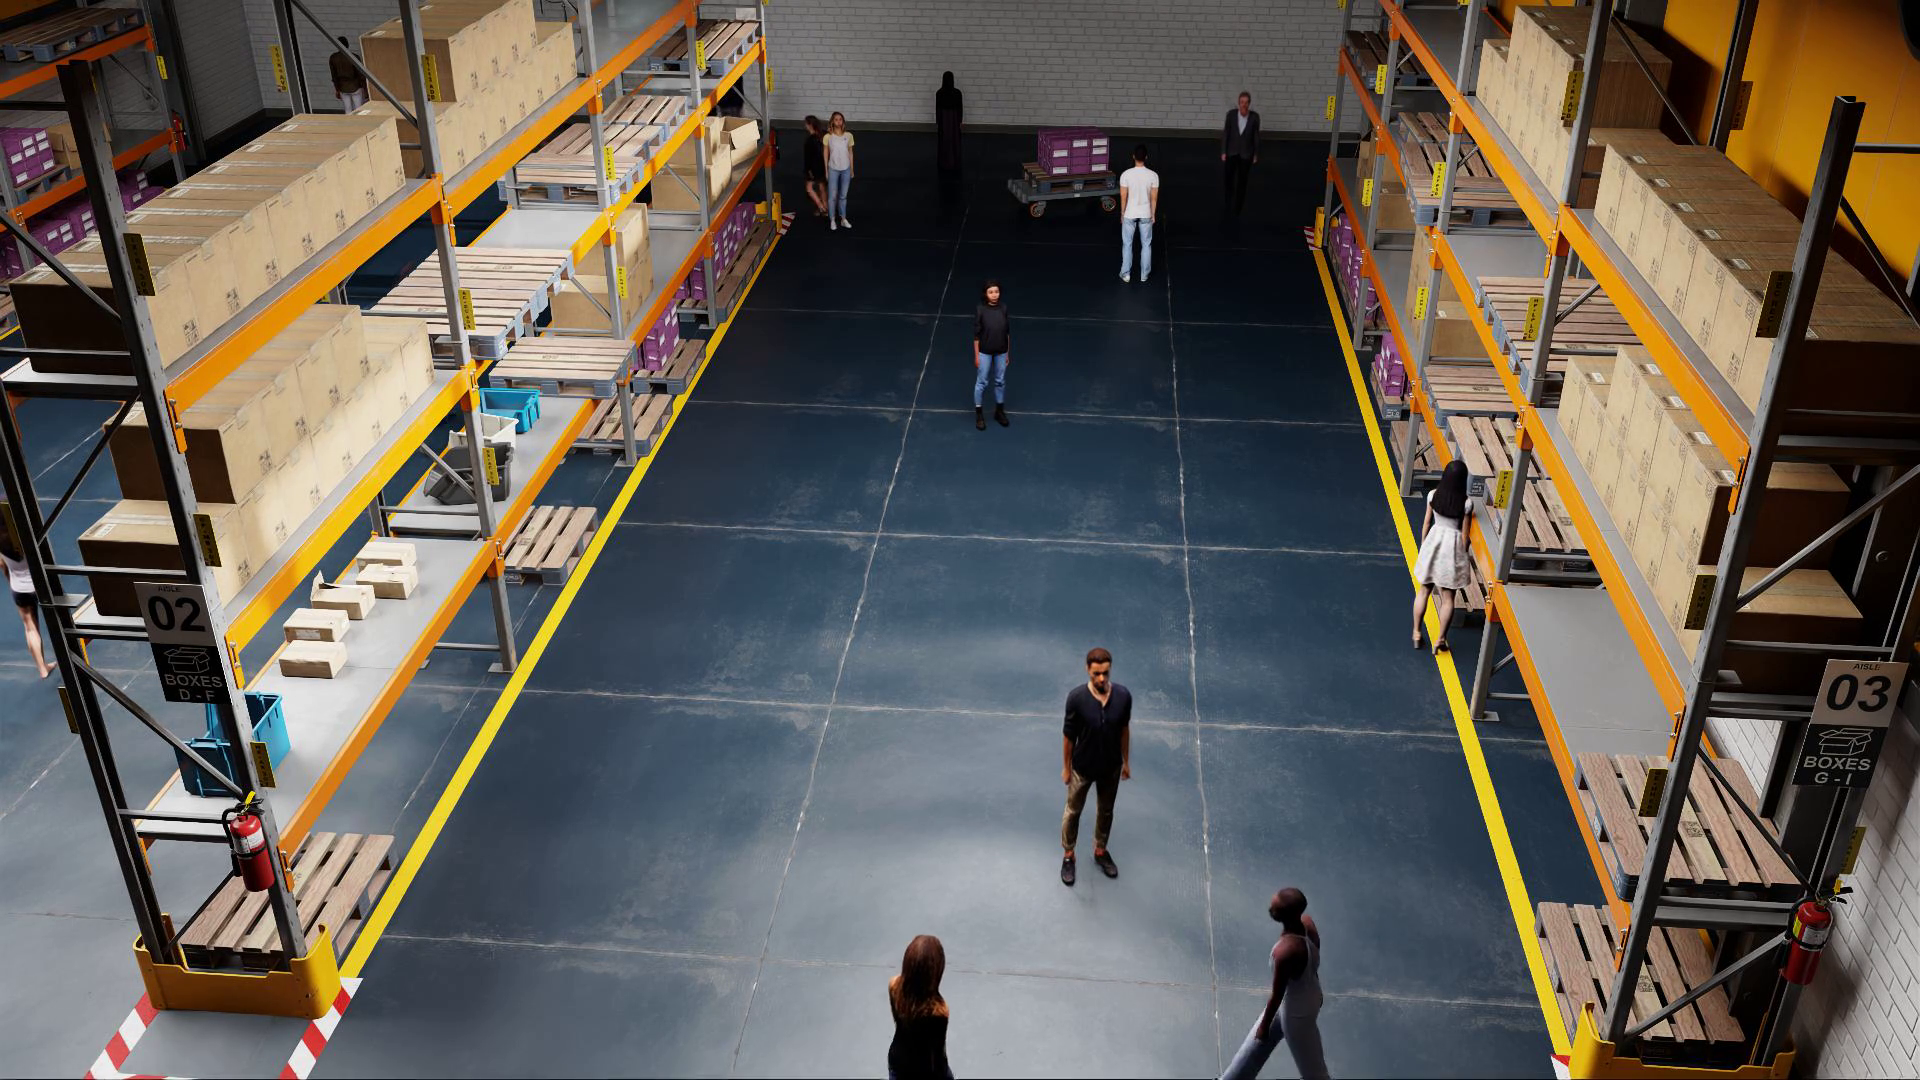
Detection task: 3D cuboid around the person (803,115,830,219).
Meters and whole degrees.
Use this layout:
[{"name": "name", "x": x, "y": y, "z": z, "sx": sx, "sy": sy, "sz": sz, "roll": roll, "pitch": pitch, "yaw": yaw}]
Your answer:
[{"name": "person", "x": -2.092, "y": -5.532, "z": 24.763, "sx": 0.754, "sy": 1.540, "sz": 0.684, "roll": 25, "pitch": 38, "yaw": 38}]

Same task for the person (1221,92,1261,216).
[{"name": "person", "x": 4.208, "y": -5.852, "z": 25.046, "sx": 0.734, "sy": 1.830, "sz": 0.632, "roll": 4, "pitch": 29, "yaw": 7}]

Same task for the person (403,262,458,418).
[{"name": "person", "x": -5.862, "y": -2.080, "z": 18.110, "sx": 0.655, "sy": 1.850, "sz": 0.677, "roll": 2, "pitch": 29, "yaw": 3}]

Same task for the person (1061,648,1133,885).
[{"name": "person", "x": 0.929, "y": 1.533, "z": 11.477, "sx": 0.682, "sy": 1.859, "sz": 0.622, "roll": -5, "pitch": 29, "yaw": -9}]

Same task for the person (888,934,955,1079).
[{"name": "person", "x": -0.279, "y": 2.931, "z": 9.104, "sx": 0.948, "sy": 1.677, "sz": 1.173, "roll": 19, "pitch": 34, "yaw": 30}]

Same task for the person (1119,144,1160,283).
[{"name": "person", "x": 2.390, "y": -4.386, "z": 22.321, "sx": 0.686, "sy": 1.867, "sz": 0.580, "roll": 0, "pitch": 29, "yaw": 0}]

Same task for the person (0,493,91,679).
[{"name": "person", "x": -7.671, "y": 0.378, "z": 13.754, "sx": 0.590, "sy": 1.706, "sz": 0.520, "roll": 2, "pitch": 29, "yaw": 3}]

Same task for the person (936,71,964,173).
[{"name": "person", "x": -0.180, "y": -6.807, "z": 27.021, "sx": 0.579, "sy": 1.615, "sz": 0.566, "roll": 2, "pitch": 29, "yaw": 4}]

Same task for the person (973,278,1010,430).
[{"name": "person", "x": 0.342, "y": -2.053, "z": 18.221, "sx": 0.646, "sy": 1.696, "sz": 0.671, "roll": -11, "pitch": 31, "yaw": -19}]

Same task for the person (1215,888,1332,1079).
[{"name": "person", "x": 1.999, "y": 2.721, "z": 9.433, "sx": 0.898, "sy": 1.730, "sz": 1.091, "roll": 15, "pitch": 32, "yaw": 25}]

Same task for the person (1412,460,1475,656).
[{"name": "person", "x": 4.104, "y": 0.142, "z": 14.122, "sx": 0.776, "sy": 1.769, "sz": 0.800, "roll": 19, "pitch": 34, "yaw": 30}]

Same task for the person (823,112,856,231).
[{"name": "person", "x": -1.777, "y": -5.417, "z": 24.362, "sx": 0.703, "sy": 1.722, "sz": 0.692, "roll": -11, "pitch": 30, "yaw": -19}]

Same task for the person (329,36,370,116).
[{"name": "person", "x": -10.398, "y": -7.662, "z": 28.370, "sx": 0.750, "sy": 1.825, "sz": 0.594, "roll": -1, "pitch": 29, "yaw": -1}]
